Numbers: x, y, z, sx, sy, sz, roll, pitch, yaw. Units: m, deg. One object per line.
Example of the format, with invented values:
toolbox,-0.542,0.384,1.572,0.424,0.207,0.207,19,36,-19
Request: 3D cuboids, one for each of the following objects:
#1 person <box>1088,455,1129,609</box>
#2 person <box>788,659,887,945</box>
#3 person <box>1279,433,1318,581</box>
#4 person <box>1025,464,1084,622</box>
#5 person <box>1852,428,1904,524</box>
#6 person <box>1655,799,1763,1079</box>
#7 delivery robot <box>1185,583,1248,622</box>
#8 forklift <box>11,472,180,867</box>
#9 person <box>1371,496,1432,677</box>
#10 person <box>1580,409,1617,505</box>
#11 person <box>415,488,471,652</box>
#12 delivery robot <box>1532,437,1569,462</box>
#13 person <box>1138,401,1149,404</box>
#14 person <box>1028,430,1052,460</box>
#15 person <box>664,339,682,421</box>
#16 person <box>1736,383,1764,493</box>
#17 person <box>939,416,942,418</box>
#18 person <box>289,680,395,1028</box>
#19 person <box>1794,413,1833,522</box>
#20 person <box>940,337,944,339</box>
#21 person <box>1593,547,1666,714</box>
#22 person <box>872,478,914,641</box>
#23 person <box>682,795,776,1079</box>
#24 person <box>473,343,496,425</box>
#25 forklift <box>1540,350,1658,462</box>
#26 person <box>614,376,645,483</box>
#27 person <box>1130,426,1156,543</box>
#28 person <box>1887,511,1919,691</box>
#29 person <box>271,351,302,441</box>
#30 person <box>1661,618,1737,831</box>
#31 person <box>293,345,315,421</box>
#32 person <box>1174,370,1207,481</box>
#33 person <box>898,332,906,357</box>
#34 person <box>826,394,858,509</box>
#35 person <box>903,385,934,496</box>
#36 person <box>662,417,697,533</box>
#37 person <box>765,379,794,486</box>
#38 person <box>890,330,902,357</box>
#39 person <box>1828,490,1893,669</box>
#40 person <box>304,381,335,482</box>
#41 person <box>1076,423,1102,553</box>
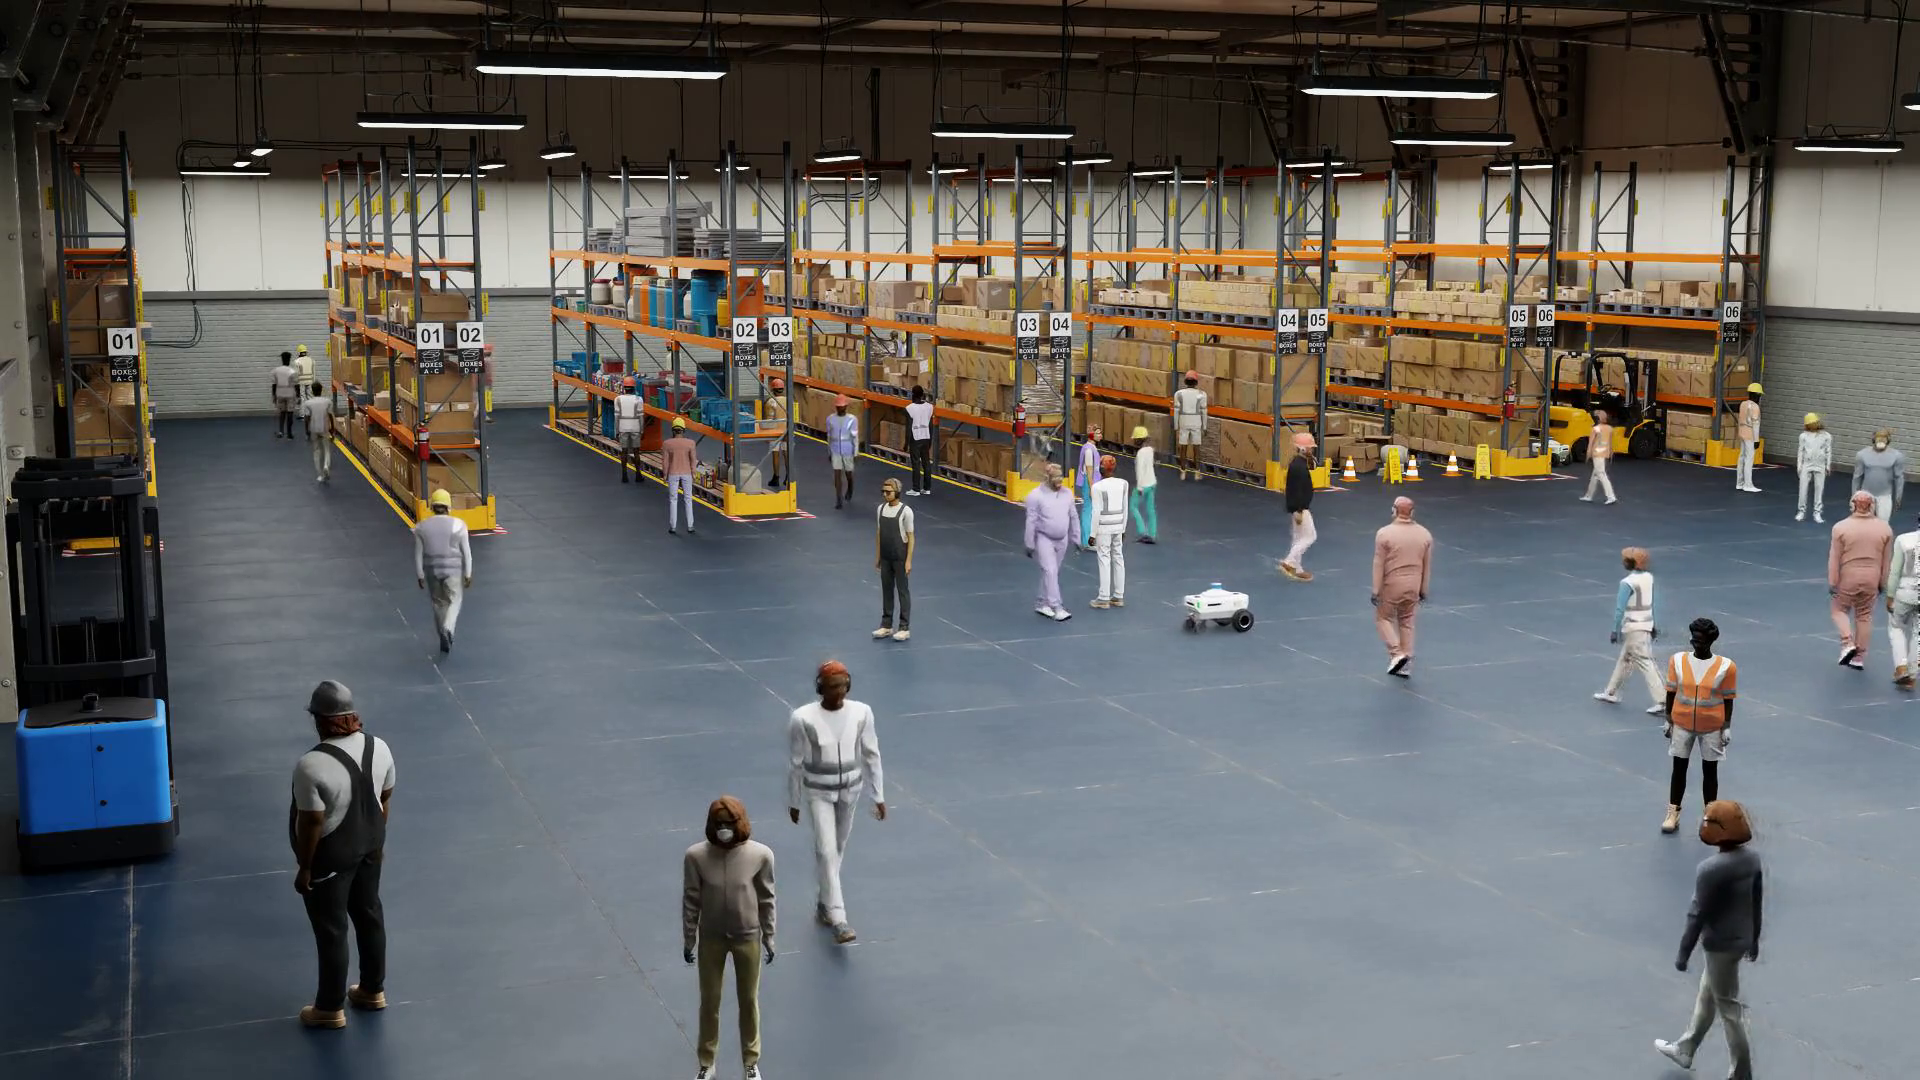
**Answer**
person,1.821,-0.107,25.745,0.572,1.883,0.354,-6,11,-37
person,-0.792,1.709,13.763,0.596,1.832,0.957,-4,9,-24
person,4.509,-0.432,27.611,0.423,1.980,0.615,0,9,2
person,1.160,0.033,24.845,0.668,1.859,0.959,-5,10,-31
person,12.740,-0.624,29.082,0.655,1.918,0.557,4,10,27
person,4.039,2.181,11.377,0.523,1.600,0.752,-7,11,-39
delivery robot,2.979,0.744,24.311,0.707,0.478,0.477,-4,9,-22
forklift,-6.630,0.886,15.957,1.129,2.768,1.873,-3,9,-21
person,4.565,0.492,21.726,0.668,1.889,0.448,-3,9,-18
person,10.817,-1.401,35.307,0.526,1.603,0.837,-6,10,-34
person,-5.673,0.344,22.963,0.606,1.815,0.687,0,9,0
delivery robot,11.606,-1.783,41.156,0.477,0.478,0.707,-6,11,-37
person,4.455,-3.786,50.416,0.627,1.844,0.429,-7,11,-39
person,1.550,-2.337,41.482,0.518,1.623,0.494,-8,11,-42
person,-6.934,-3.882,50.573,0.408,1.986,0.616,3,9,22
person,13.966,-1.815,37.010,0.383,1.921,0.585,-1,9,-5
person,-0.674,-3.983,51.532,0.602,1.893,0.955,-3,9,-20
person,-3.694,1.842,12.367,0.539,2.000,0.687,5,10,29
person,13.572,-1.152,33.305,0.545,1.710,0.378,4,9,24
person,-0.487,-4.368,54.459,0.639,1.792,0.955,1,9,9
person,6.562,0.862,20.268,0.519,1.588,0.884,-8,12,-44
person,-0.748,0.211,23.746,0.506,1.846,0.351,7,11,38
person,-1.251,2.175,11.357,0.507,1.631,0.266,0,9,-2
person,-11.265,-3.656,49.191,0.753,1.955,0.681,-7,11,-41
forklift,12.897,-2.725,42.309,2.313,2.155,1.214,-3,9,-21
person,-6.050,-2.027,38.364,0.547,1.938,0.379,0,9,3
person,2.698,-0.809,30.894,0.479,1.744,0.550,5,10,30
person,9.674,0.564,21.150,0.622,1.916,0.442,1,9,4
person,-14.733,-3.156,45.845,0.603,1.950,0.437,1,9,8
person,5.686,1.429,16.134,0.530,1.693,0.321,5,10,28
person,-15.819,-3.791,50.471,0.404,1.833,0.590,7,11,38
person,4.246,-2.108,38.563,0.615,2.038,0.395,2,9,12
person,-1.482,-4.692,56.545,0.403,1.824,0.638,4,9,24
person,-1.952,-1.507,35.015,0.542,1.916,0.746,1,9,7
person,-0.714,-1.738,36.500,0.587,1.920,0.390,-7,11,-37
person,-4.285,-0.990,32.022,0.532,1.768,0.311,-1,9,-9
person,-3.269,-1.947,37.836,0.580,1.932,0.379,-6,10,-34
person,-1.699,-4.592,55.473,0.377,1.936,0.628,1,9,6
person,9.502,0.423,22.160,0.640,1.898,0.462,1,9,4
person,-11.709,-1.979,38.299,0.538,1.860,0.506,-3,9,-18
person,1.868,-0.764,30.239,0.394,1.847,0.563,1,9,4
